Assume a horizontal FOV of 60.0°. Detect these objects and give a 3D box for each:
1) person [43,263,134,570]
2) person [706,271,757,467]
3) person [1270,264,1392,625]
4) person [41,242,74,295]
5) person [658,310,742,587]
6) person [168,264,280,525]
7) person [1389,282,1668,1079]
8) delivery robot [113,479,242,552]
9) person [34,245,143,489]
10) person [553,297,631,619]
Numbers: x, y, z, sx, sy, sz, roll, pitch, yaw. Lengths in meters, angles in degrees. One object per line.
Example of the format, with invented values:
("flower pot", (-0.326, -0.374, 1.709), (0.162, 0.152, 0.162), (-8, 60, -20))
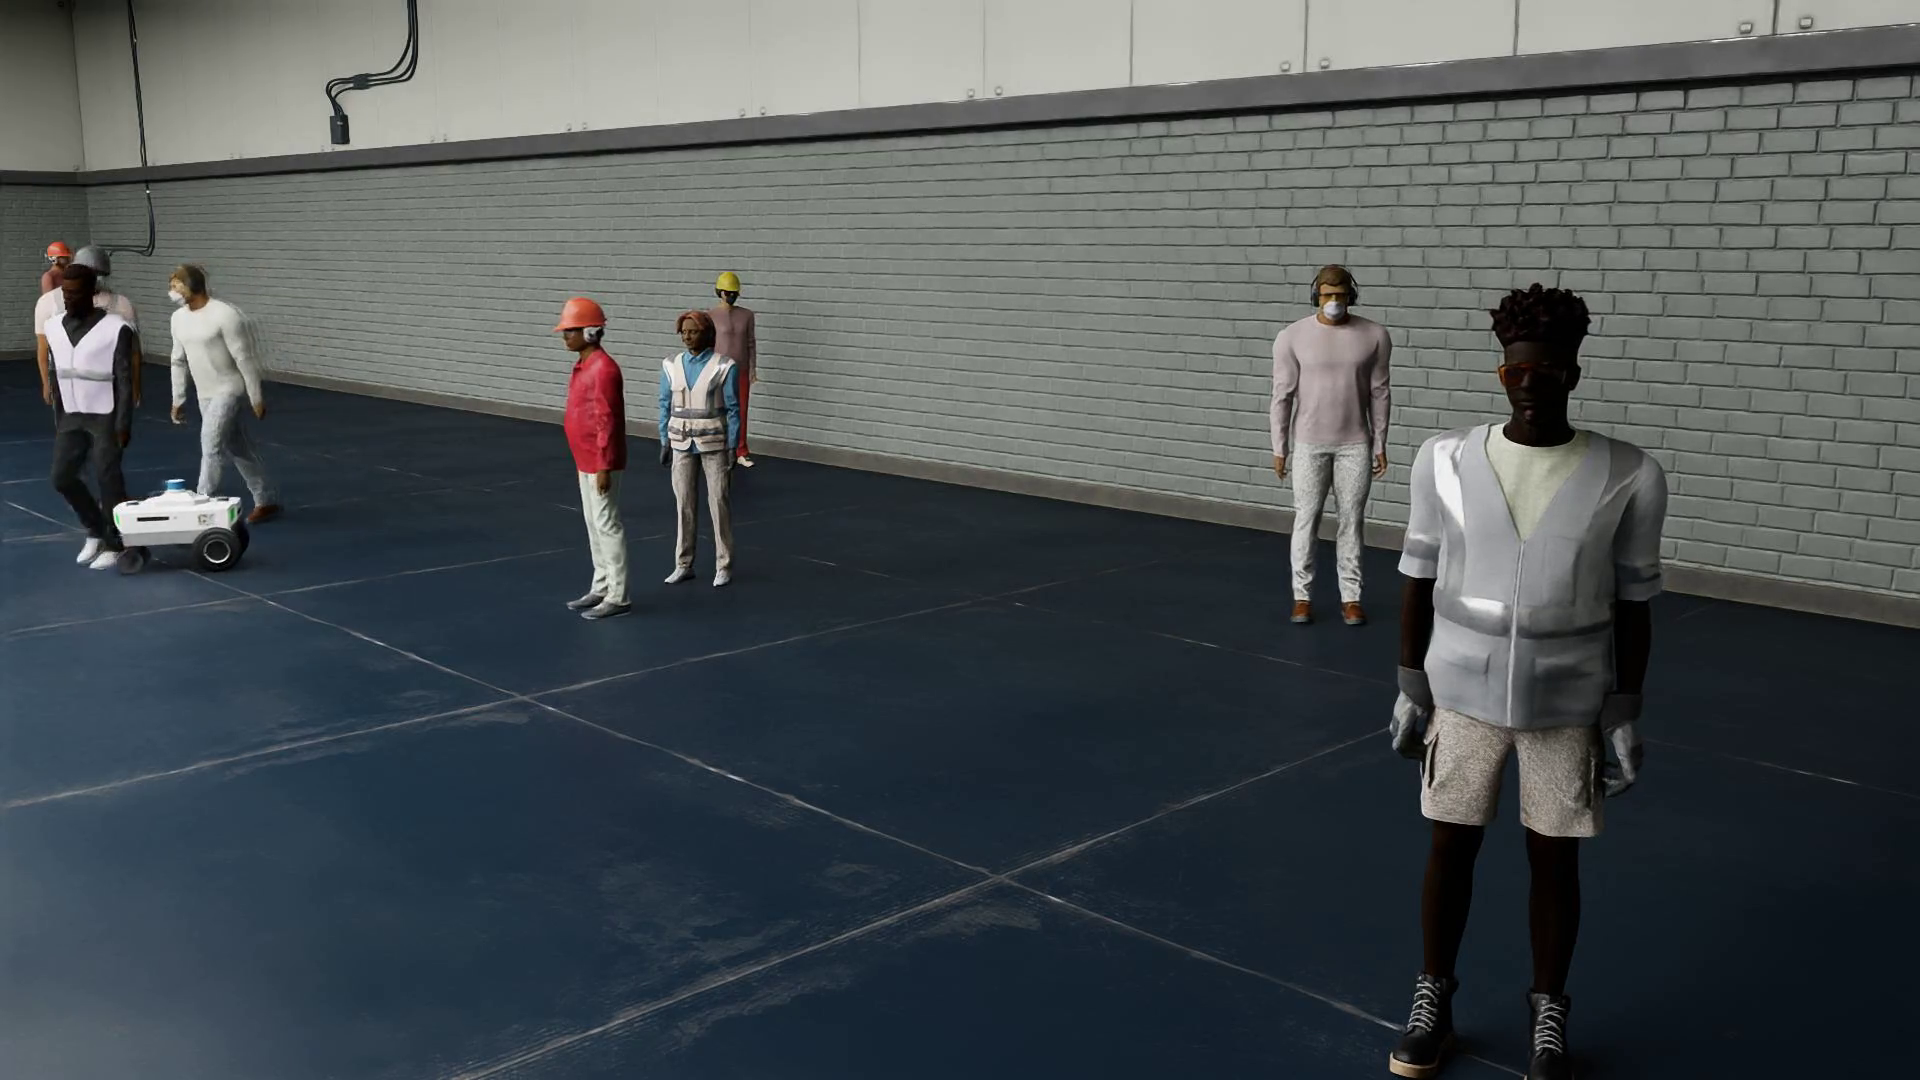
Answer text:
("person", (-5.398, -0.760, 10.354), (0.604, 1.903, 0.456), (2, 11, 10))
("person", (-2.052, -1.511, 14.861), (0.518, 1.757, 0.338), (-7, 13, -35))
("person", (1.976, -0.501, 8.903), (0.635, 1.928, 0.385), (0, 10, 3))
("person", (-10.820, -2.589, 20.085), (0.393, 1.995, 0.612), (-1, 10, -6))
("person", (-1.546, -0.542, 9.895), (0.522, 1.640, 0.306), (3, 11, 15))
("person", (-5.254, -0.989, 11.681), (0.654, 1.868, 1.034), (6, 12, 29))
("person", (1.344, 0.372, 4.013), (0.601, 1.967, 0.367), (5, 11, 23))
("delivery robot", (-4.877, -0.136, 10.383), (0.707, 0.478, 0.477), (-3, 11, -17))
("person", (-6.525, -1.221, 12.504), (0.706, 2.000, 0.540), (-6, 12, -28))
("person", (-2.020, -0.448, 9.108), (0.360, 1.744, 0.579), (-5, 12, -26))
